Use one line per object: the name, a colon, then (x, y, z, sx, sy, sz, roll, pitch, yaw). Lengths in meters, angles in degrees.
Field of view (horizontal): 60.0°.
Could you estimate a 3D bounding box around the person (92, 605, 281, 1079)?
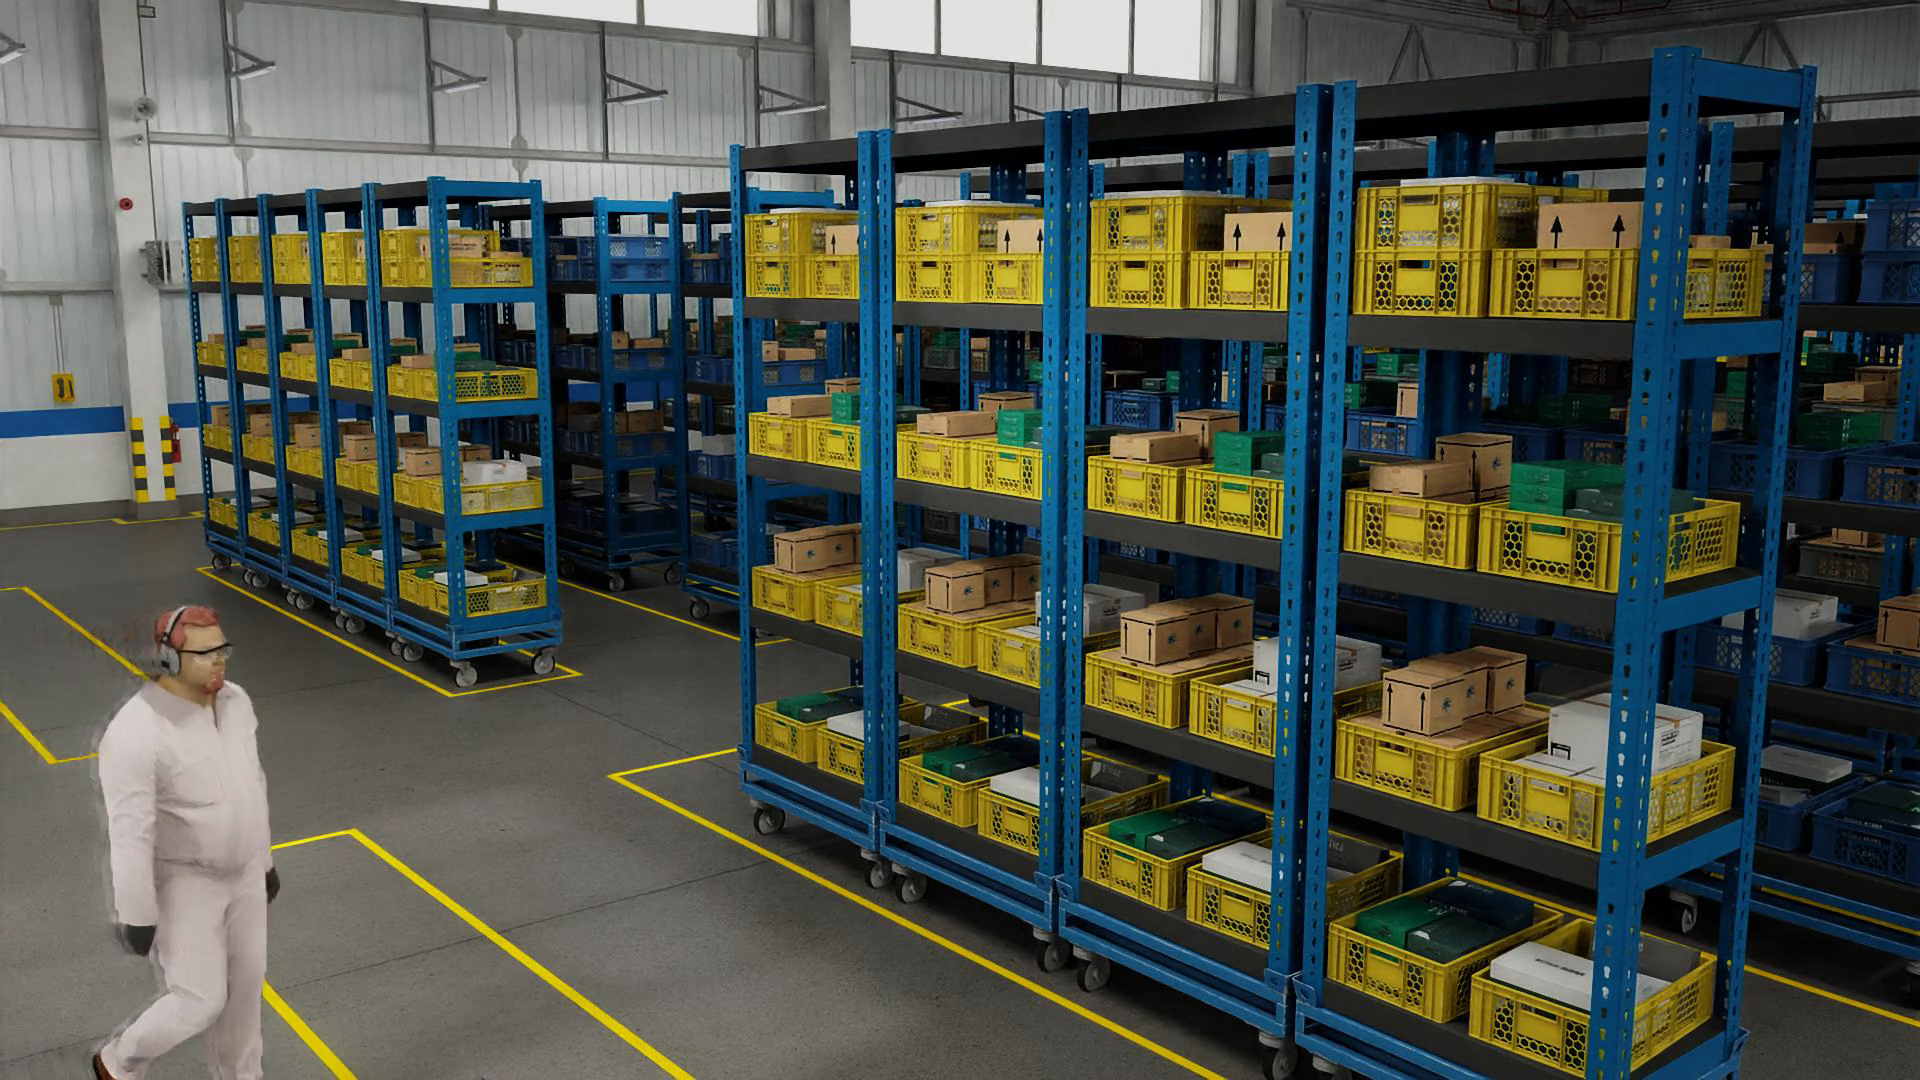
person: (-2.626, 1.143, 5.674, 0.587, 1.890, 0.655, 2, 10, 13)
